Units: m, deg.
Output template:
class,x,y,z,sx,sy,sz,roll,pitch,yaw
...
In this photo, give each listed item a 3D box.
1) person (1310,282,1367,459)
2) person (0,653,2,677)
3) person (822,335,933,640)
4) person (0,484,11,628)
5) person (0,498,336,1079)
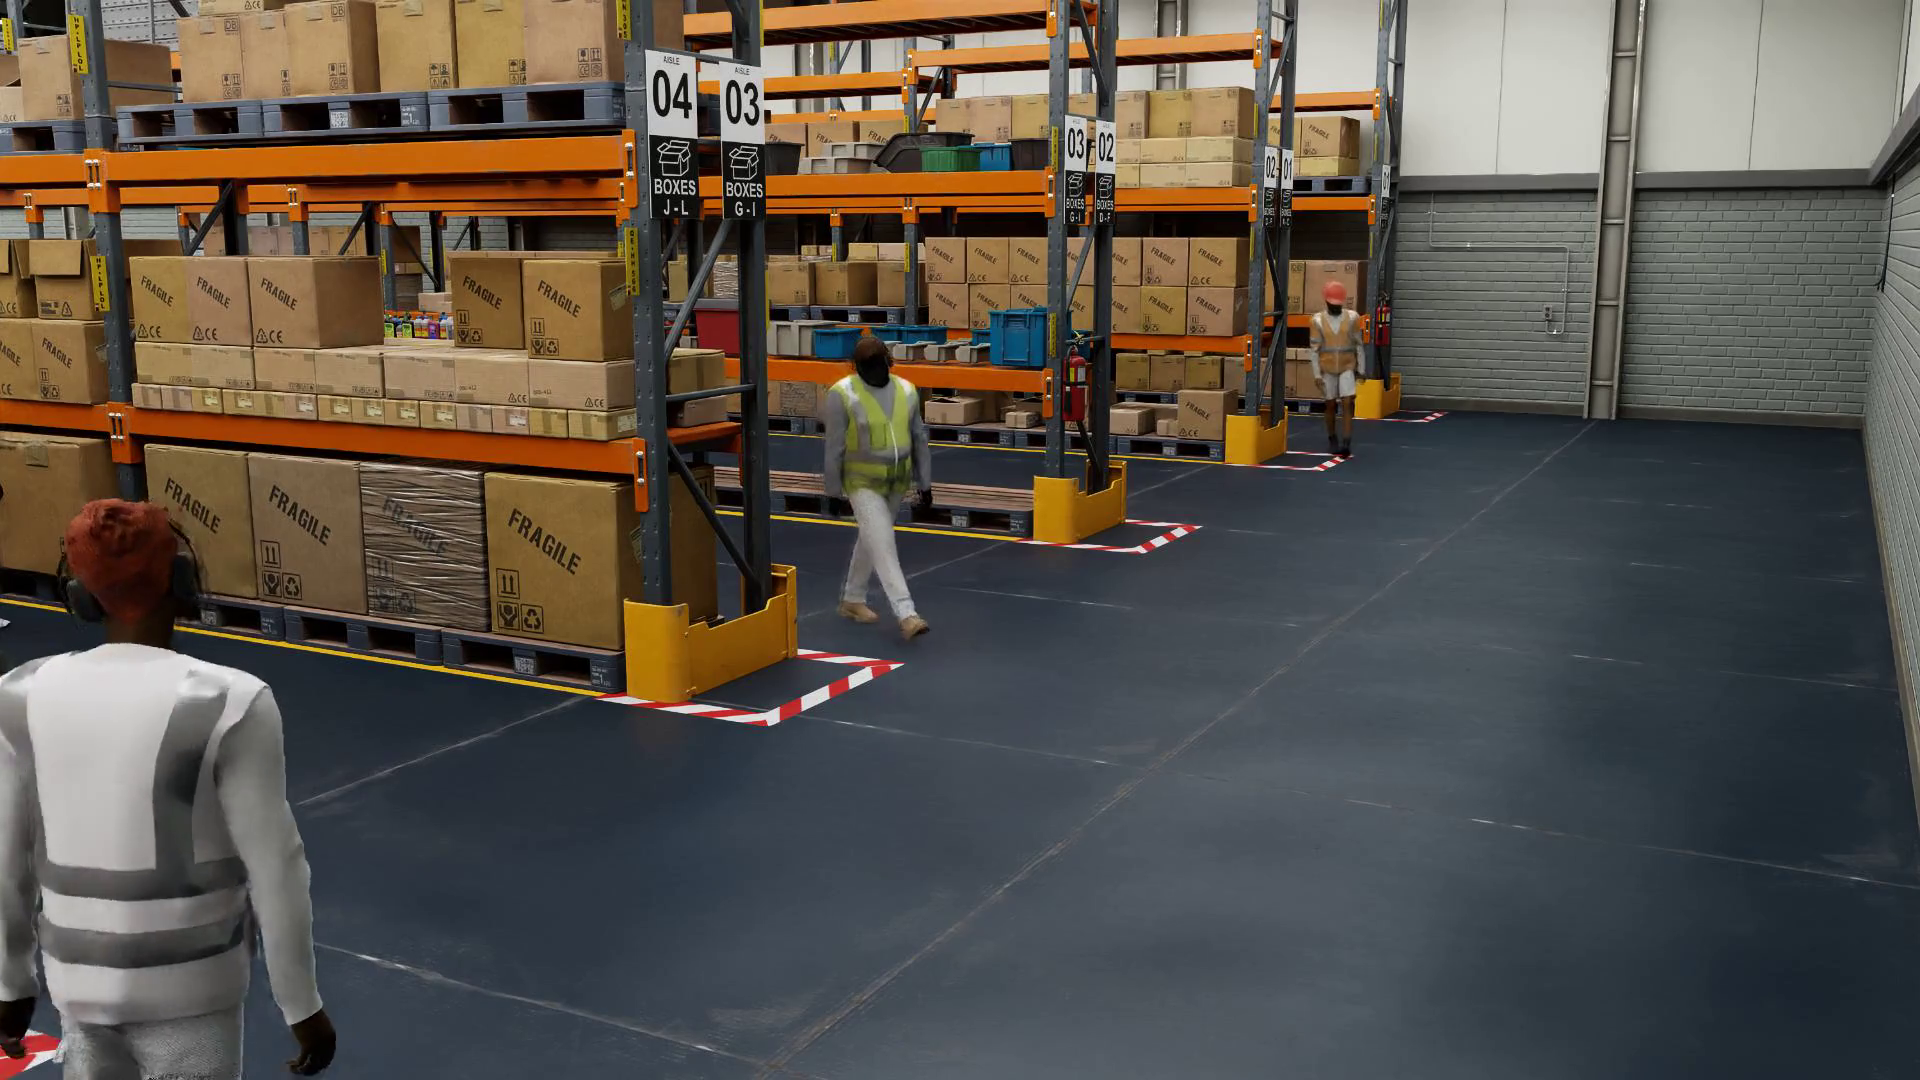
class,x,y,z,sx,sy,sz,roll,pitch,yaw
person,3.991,-1.781,17.554,0.615,1.855,0.989,2,11,11
person,-5.168,-0.123,8.016,0.782,2.000,0.683,4,11,19
person,-0.452,-0.315,9.811,0.652,1.771,0.972,-8,13,-38
person,-5.925,-0.391,9.785,0.373,1.928,0.584,4,11,20
person,-1.545,0.852,3.182,0.655,1.868,0.365,2,11,10
